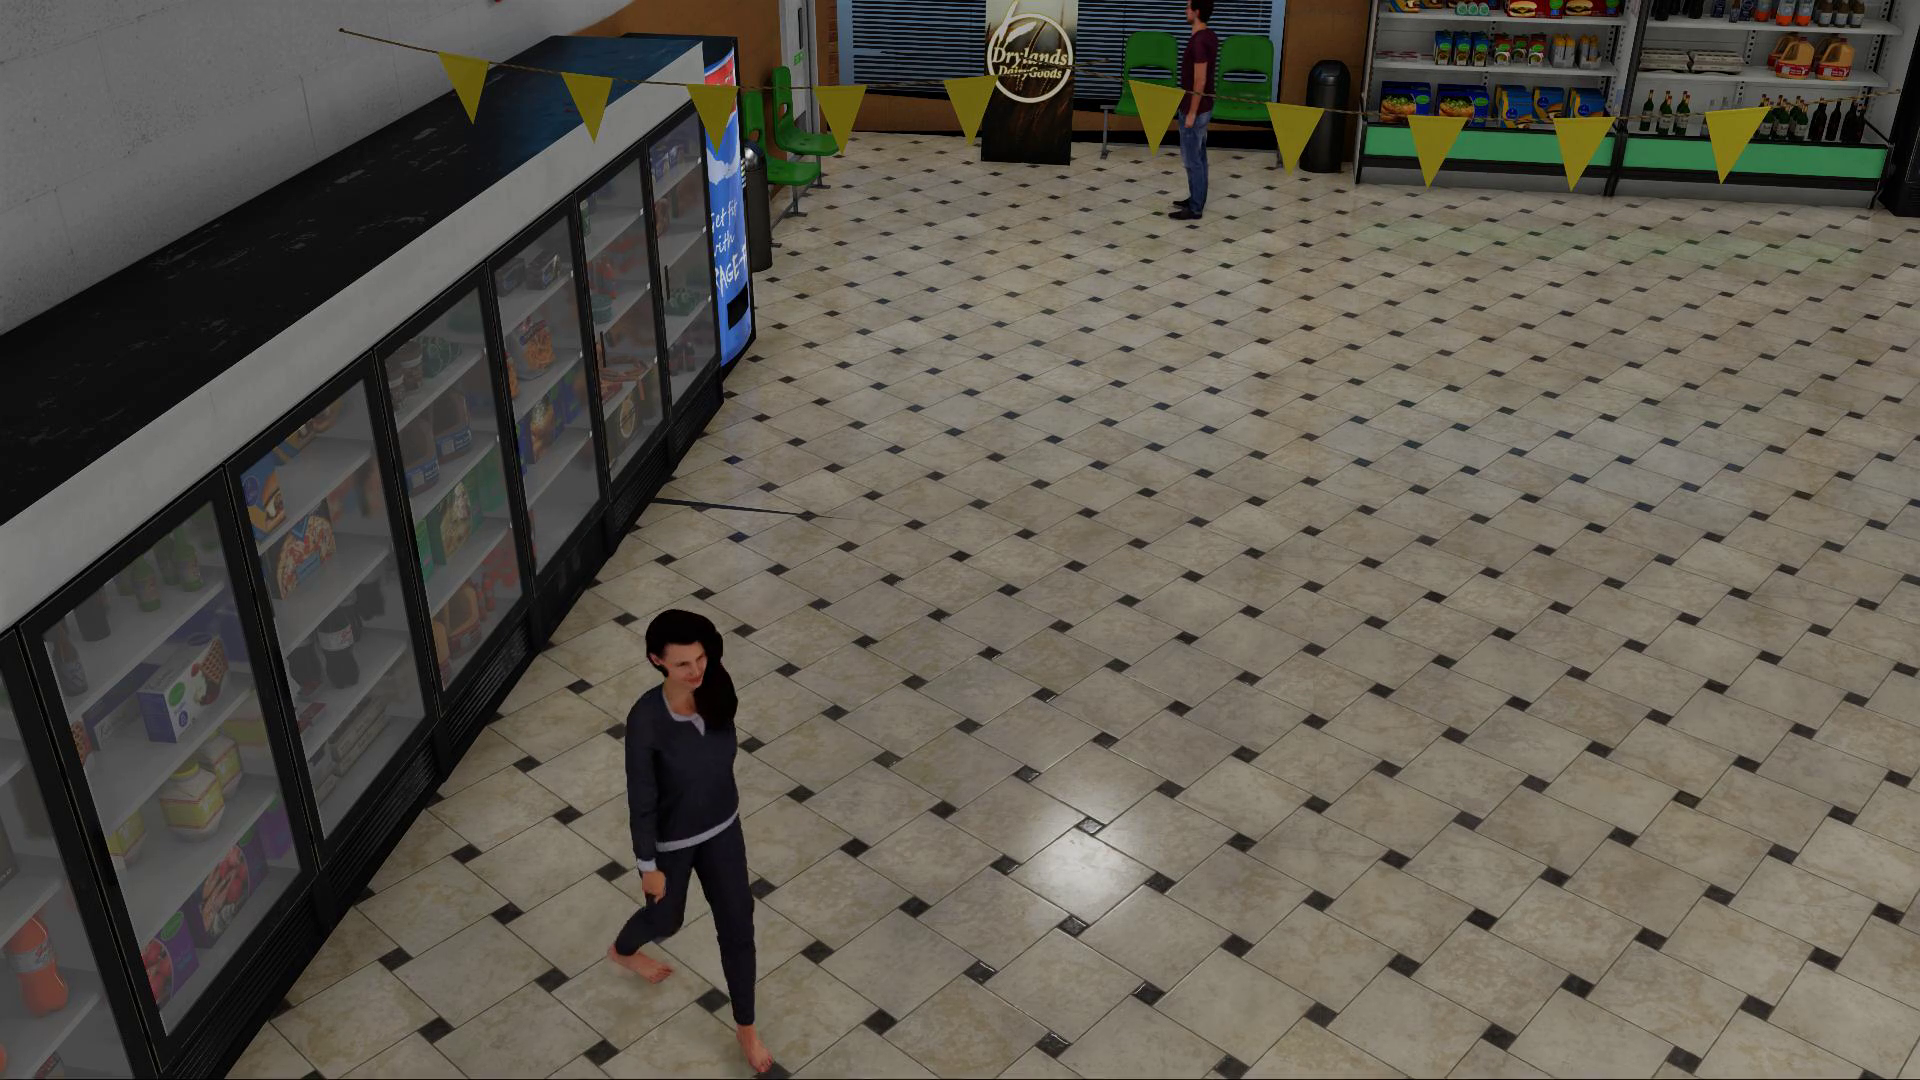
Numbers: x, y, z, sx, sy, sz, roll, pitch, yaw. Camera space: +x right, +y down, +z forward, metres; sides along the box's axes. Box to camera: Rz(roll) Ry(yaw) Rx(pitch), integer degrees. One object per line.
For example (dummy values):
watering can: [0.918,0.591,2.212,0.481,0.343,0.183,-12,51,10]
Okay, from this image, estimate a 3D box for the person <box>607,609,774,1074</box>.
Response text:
person: [-0.973,0.953,5.613,1.139,1.734,0.985,21,35,33]

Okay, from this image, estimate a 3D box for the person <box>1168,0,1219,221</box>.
person: [1.967,-3.610,13.848,0.573,1.852,0.674,8,30,14]
